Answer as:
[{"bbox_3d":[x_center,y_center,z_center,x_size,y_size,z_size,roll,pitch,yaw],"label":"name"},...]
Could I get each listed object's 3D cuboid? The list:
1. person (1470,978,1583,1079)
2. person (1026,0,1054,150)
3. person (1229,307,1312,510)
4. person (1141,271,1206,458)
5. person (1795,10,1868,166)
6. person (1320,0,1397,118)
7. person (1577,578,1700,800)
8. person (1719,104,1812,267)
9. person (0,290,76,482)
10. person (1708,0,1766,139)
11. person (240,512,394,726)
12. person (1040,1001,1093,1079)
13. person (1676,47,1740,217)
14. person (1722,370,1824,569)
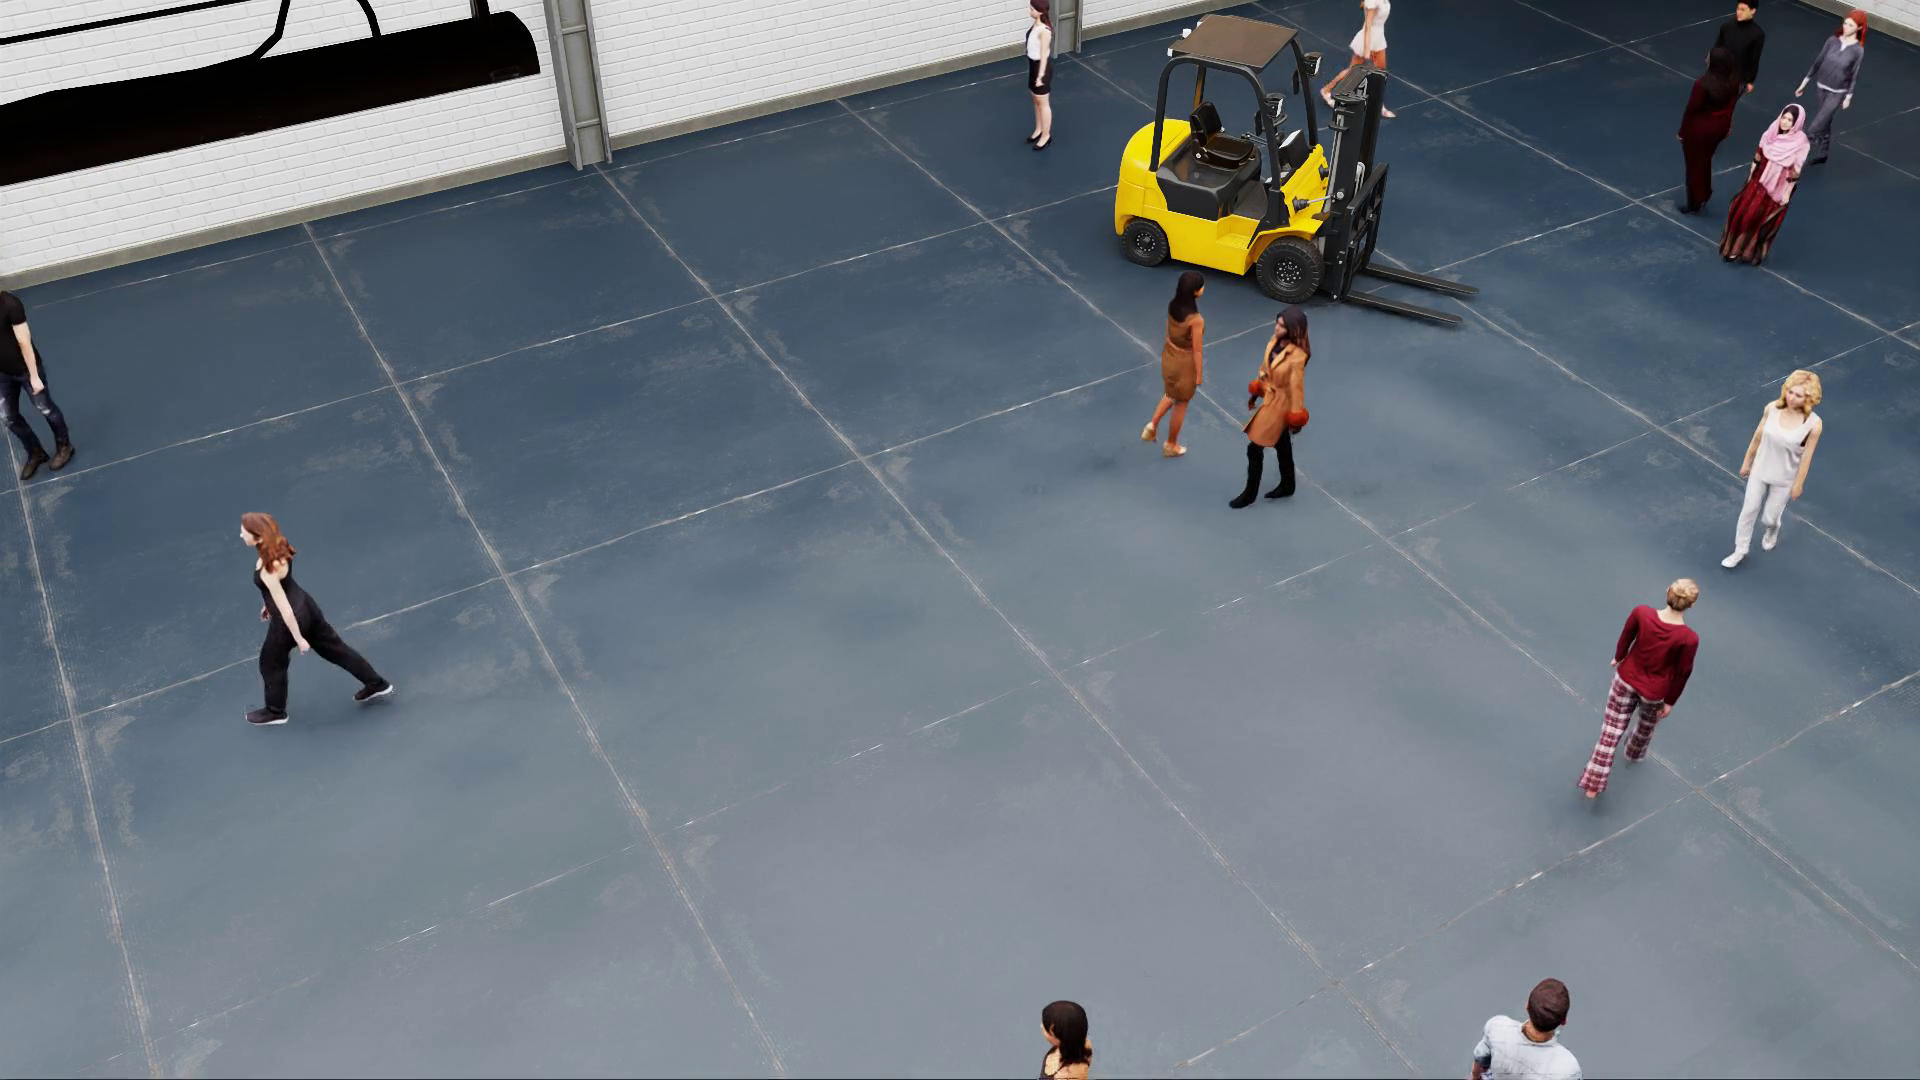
[{"bbox_3d":[2.569,2.766,7.833,0.757,1.835,0.786,30,47,32],"label":"person"},{"bbox_3d":[0.849,-4.973,17.672,0.576,1.648,0.590,-10,40,-12],"label":"person"},{"bbox_3d":[2.508,-1.010,12.667,0.917,1.703,0.845,-8,39,-10],"label":"person"},{"bbox_3d":[1.670,-1.348,13.109,0.689,1.680,0.591,-15,41,-18],"label":"person"},{"bbox_3d":[9.012,-4.596,17.137,1.142,1.728,0.669,-16,41,-19],"label":"person"},{"bbox_3d":[4.431,-5.501,18.324,0.990,1.661,1.138,23,44,26],"label":"person"},{"bbox_3d":[4.186,0.923,10.279,0.889,1.662,1.122,26,45,29],"label":"person"},{"bbox_3d":[7.674,-3.367,15.665,0.768,1.645,0.808,30,47,32],"label":"person"},{"bbox_3d":[-7.315,-1.397,13.010,0.848,1.879,0.915,4,39,5],"label":"person"},{"bbox_3d":[8.196,-4.933,17.581,1.004,1.700,0.739,-26,45,-29],"label":"person"},{"bbox_3d":[-4.218,0.493,10.788,1.233,1.699,0.843,-7,39,-9],"label":"person"},{"bbox_3d":[0.582,2.786,7.971,0.863,1.632,0.781,4,39,5],"label":"person"},{"bbox_3d":[7.406,-4.019,16.413,0.583,1.730,0.765,-8,39,-10],"label":"person"},{"bbox_3d":[5.969,-0.520,12.089,0.813,1.658,0.681,-27,46,-30],"label":"person"}]
